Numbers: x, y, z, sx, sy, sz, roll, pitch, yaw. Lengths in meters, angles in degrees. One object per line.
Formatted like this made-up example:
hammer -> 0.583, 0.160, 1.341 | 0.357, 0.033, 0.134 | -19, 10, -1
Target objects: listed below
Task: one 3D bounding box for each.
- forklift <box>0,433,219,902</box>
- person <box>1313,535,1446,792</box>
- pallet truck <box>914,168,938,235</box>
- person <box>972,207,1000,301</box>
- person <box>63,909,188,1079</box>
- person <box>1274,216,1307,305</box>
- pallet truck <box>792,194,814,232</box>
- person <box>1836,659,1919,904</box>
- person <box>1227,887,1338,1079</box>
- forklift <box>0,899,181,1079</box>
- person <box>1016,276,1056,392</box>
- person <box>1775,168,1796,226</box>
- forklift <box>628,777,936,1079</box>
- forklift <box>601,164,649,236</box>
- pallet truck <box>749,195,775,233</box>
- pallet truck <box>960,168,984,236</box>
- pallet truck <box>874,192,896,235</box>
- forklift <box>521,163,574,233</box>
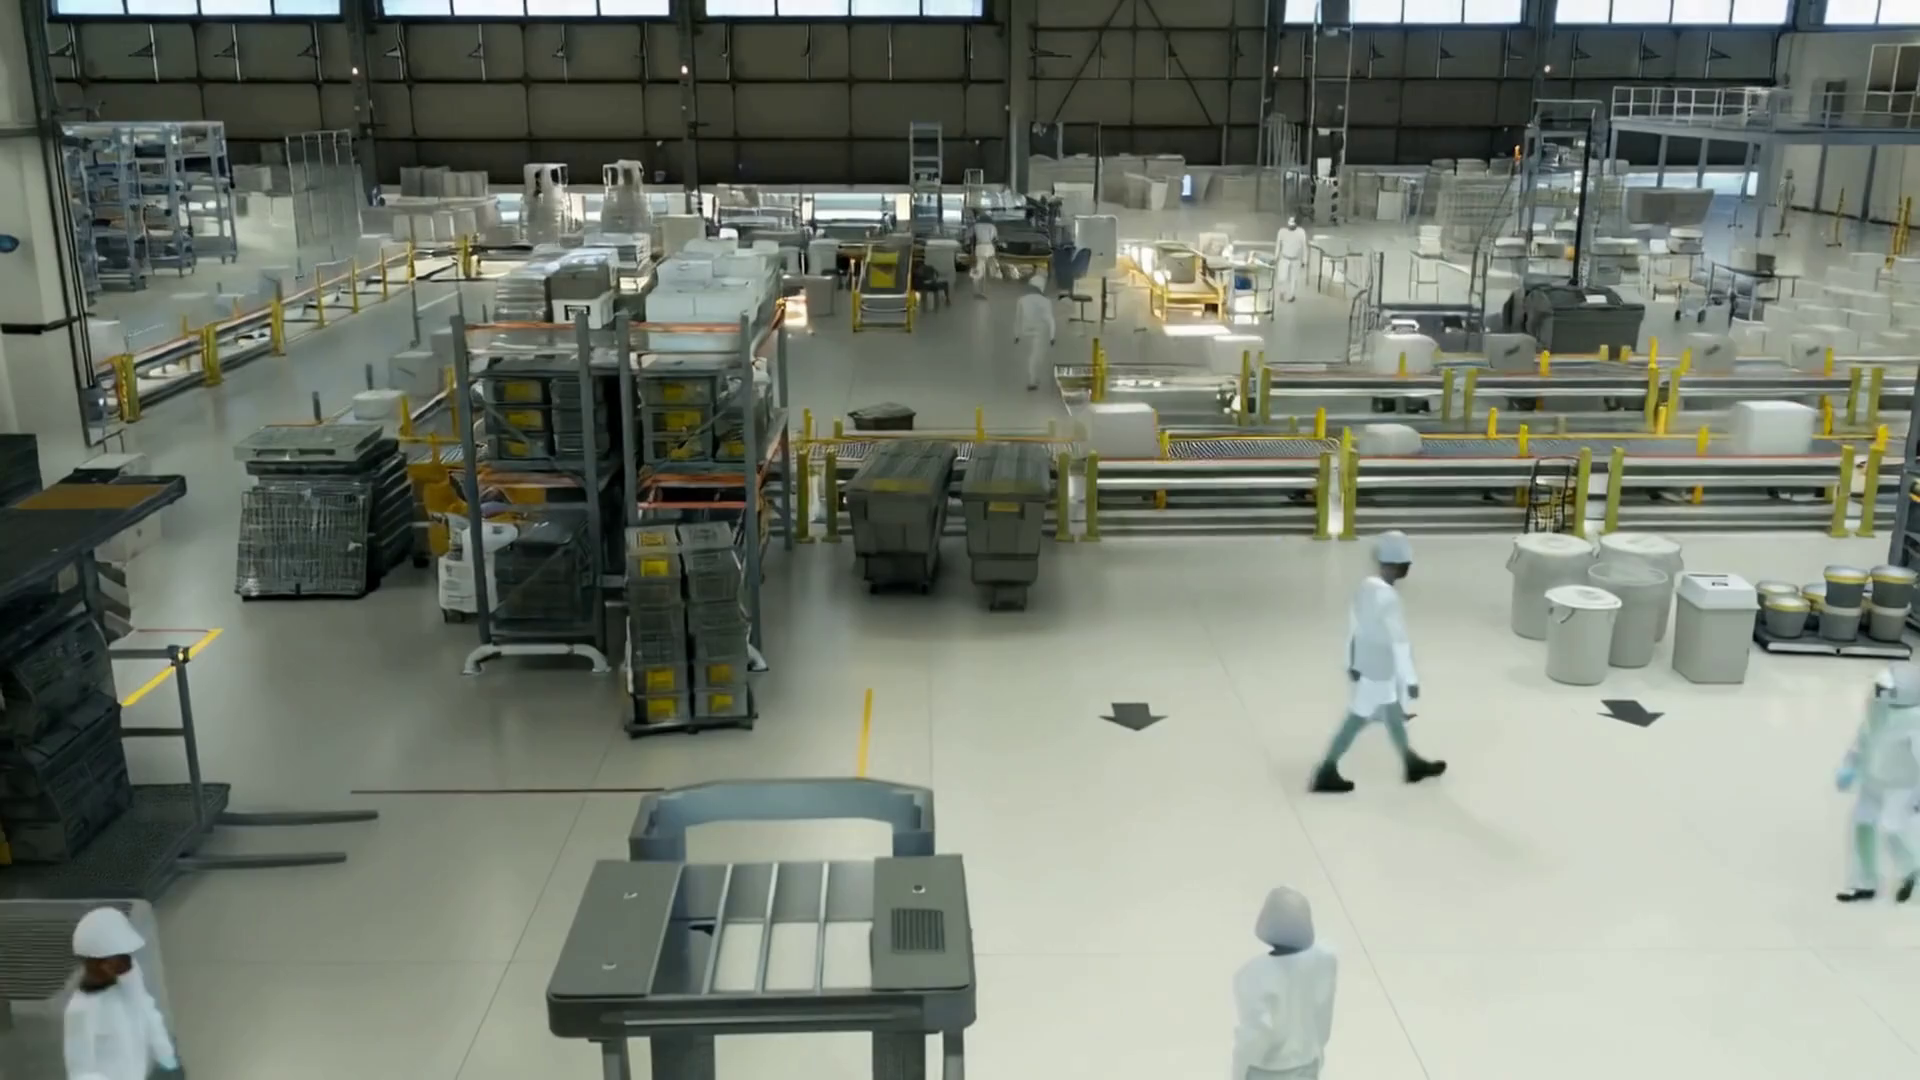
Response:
forklift -> -5.952, 0.780, 10.366 | 1.873, 2.768, 1.129 | 0, 16, -1
person -> 2.998, 0.887, 11.779 | 1.012, 1.886, 0.552 | 0, 16, -2
pallet truck -> -0.989, -10.316, 50.507 | 0.823, 1.965, 1.885 | 1, 16, 3
person -> 0.572, -6.226, 36.253 | 0.662, 2.018, 0.471 | 9, 19, 30
person -> -3.577, 2.331, 7.048 | 0.902, 1.724, 0.536 | -2, 16, -5
person -> 7.089, -5.980, 35.618 | 0.679, 1.887, 0.540 | 2, 16, 7
pallet truck -> -4.814, -9.883, 50.259 | 0.704, 1.261, 1.522 | -1, 16, -3
person -> 5.669, 1.487, 10.154 | 0.395, 1.618, 0.498 | -3, 16, -11
person -> 1.414, 2.287, 7.346 | 0.498, 1.633, 0.285 | -6, 17, -20
forklift -> -4.867, 1.573, 7.610 | 1.873, 2.768, 1.129 | 0, 16, -1
person -> 1.262, -3.285, 26.408 | 0.626, 1.796, 0.836 | 10, 19, 32
person -> 26.188, -10.868, 52.736 | 0.526, 1.825, 0.641 | 2, 16, 7
forklift -> -0.542, 2.165, 5.552 | 1.129, 2.768, 1.873 | -1, 16, -2
forklift -> -9.948, -10.127, 49.296 | 1.157, 1.987, 2.680 | -1, 16, -3
pallet truck -> -6.051, -9.967, 50.660 | 0.680, 1.201, 1.601 | 0, 16, -1
pallet truck -> 0.383, -10.230, 50.206 | 0.823, 1.965, 1.885 | -1, 16, -3
pallet truck -> -2.277, -9.986, 50.594 | 0.653, 1.274, 1.630 | 0, 16, -1
forklift -> -12.233, -10.122, 49.298 | 1.157, 1.987, 2.680 | 0, 16, -1
